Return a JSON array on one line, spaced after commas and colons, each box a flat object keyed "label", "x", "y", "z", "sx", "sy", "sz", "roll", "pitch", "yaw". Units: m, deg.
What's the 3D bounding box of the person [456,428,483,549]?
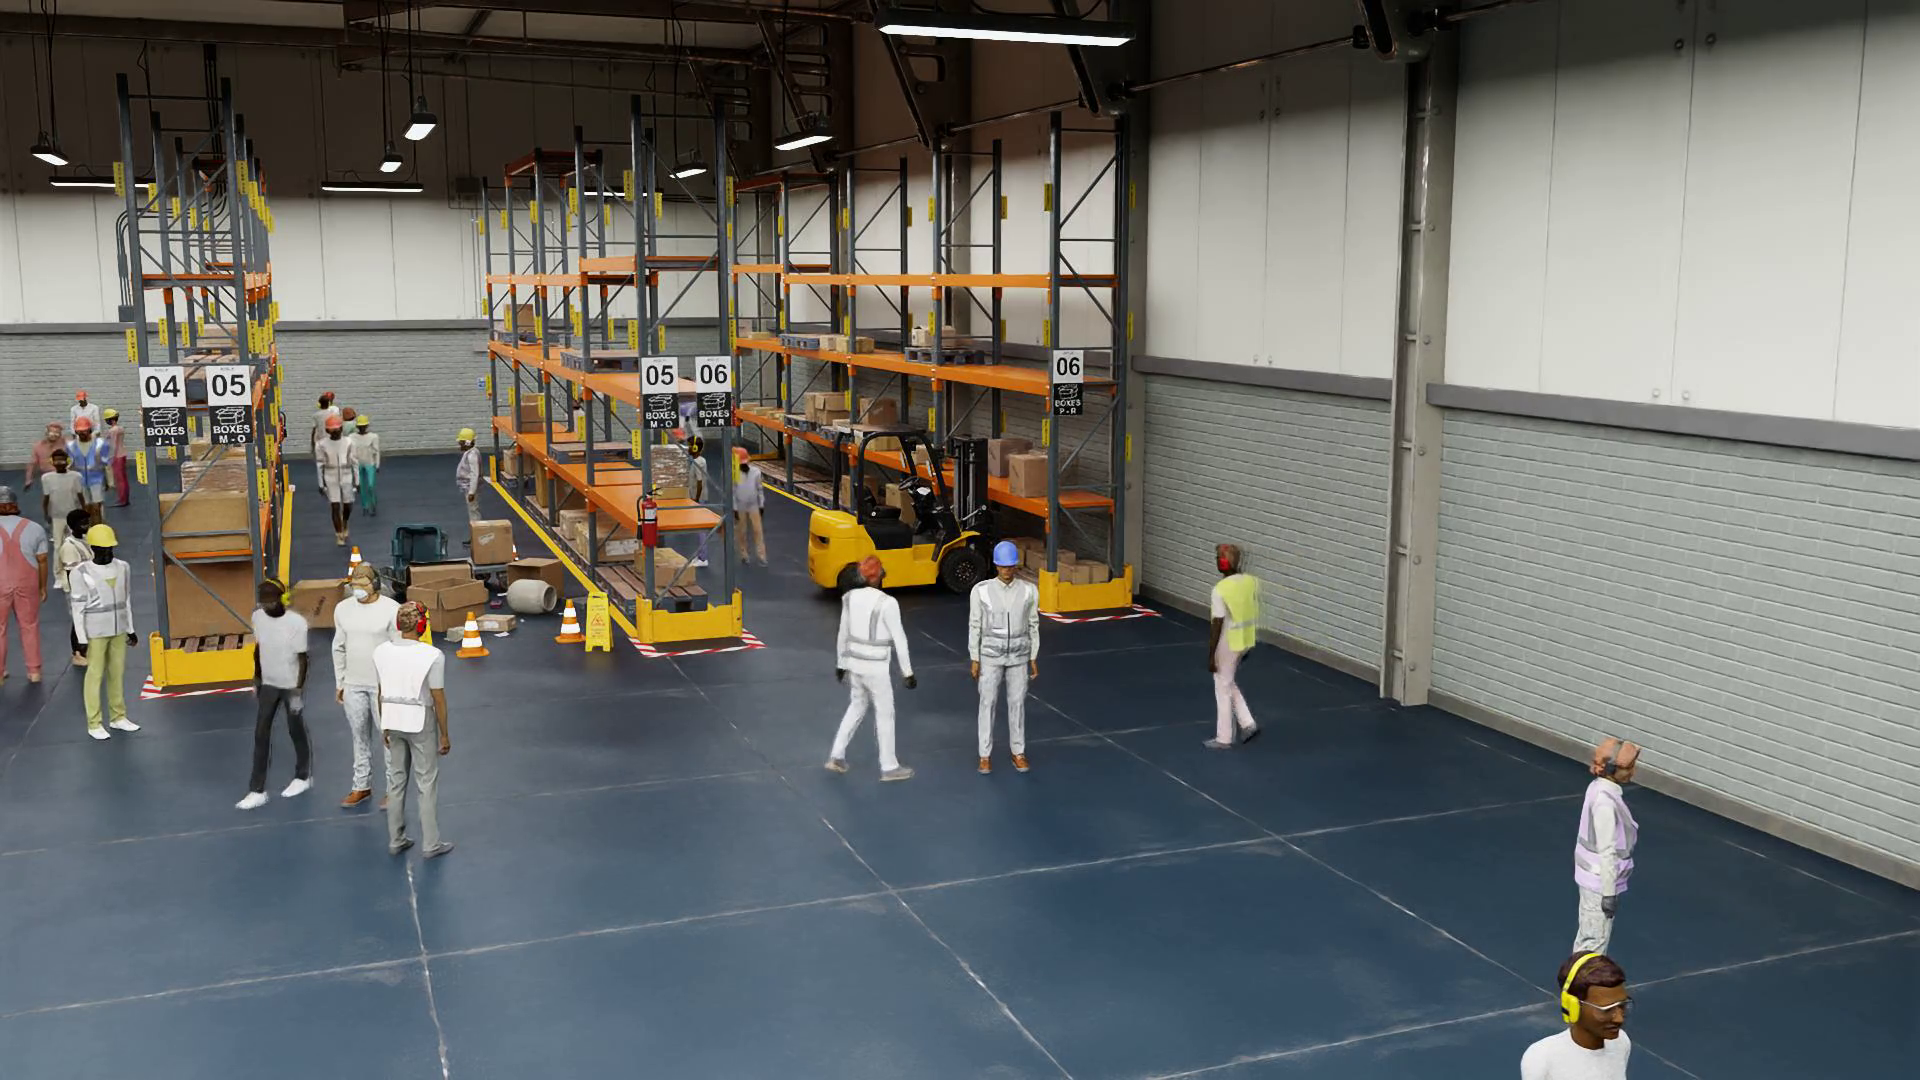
[{"label": "person", "x": -7.429, "y": -0.780, "z": 25.213, "sx": 0.404, "sy": 1.828, "sz": 0.602, "roll": -3, "pitch": 9, "yaw": -18}]

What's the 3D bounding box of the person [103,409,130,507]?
[{"label": "person", "x": -15.118, "y": -1.469, "z": 29.782, "sx": 0.328, "sy": 1.760, "sz": 0.523, "roll": -2, "pitch": 9, "yaw": -9}]

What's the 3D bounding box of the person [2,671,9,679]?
[{"label": "person", "x": -10.049, "y": 0.438, "z": 16.880, "sx": 0.608, "sy": 2.045, "sz": 0.369, "roll": 2, "pitch": 9, "yaw": 14}]

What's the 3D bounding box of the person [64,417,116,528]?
[{"label": "person", "x": -13.123, "y": -0.840, "z": 25.025, "sx": 0.649, "sy": 2.007, "sz": 0.899, "roll": -2, "pitch": 9, "yaw": -13}]

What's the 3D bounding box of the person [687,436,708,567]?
[{"label": "person", "x": -3.747, "y": -0.549, "z": 23.639, "sx": 0.328, "sy": 1.872, "sz": 0.510, "roll": -1, "pitch": 9, "yaw": -7}]

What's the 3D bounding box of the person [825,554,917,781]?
[{"label": "person", "x": -0.738, "y": 1.056, "z": 13.578, "sx": 0.720, "sy": 1.870, "sz": 0.544, "roll": 9, "pitch": 13, "yaw": 44}]

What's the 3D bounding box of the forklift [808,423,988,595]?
[{"label": "forklift", "x": -0.830, "y": -0.399, "z": 21.676, "sx": 2.313, "sy": 2.155, "sz": 1.214, "roll": -4, "pitch": 10, "yaw": -21}]

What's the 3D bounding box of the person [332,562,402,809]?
[{"label": "person", "x": -4.566, "y": 1.124, "z": 12.900, "sx": 0.631, "sy": 1.939, "sz": 0.372, "roll": 2, "pitch": 9, "yaw": 10}]

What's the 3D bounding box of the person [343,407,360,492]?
[{"label": "person", "x": -11.635, "y": -1.736, "z": 31.892, "sx": 0.305, "sy": 1.623, "sz": 0.500, "roll": 1, "pitch": 9, "yaw": 4}]

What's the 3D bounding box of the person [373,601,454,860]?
[{"label": "person", "x": -3.890, "y": 1.351, "z": 11.802, "sx": 0.561, "sy": 1.836, "sz": 0.393, "roll": 3, "pitch": 9, "yaw": 18}]

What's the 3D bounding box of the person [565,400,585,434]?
[{"label": "person", "x": -7.888, "y": -2.097, "z": 34.123, "sx": 0.289, "sy": 1.633, "sz": 0.501, "roll": 7, "pitch": 11, "yaw": 38}]

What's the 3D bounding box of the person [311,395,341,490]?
[{"label": "person", "x": -12.168, "y": -1.853, "z": 31.938, "sx": 0.579, "sy": 1.846, "sz": 0.494, "roll": -3, "pitch": 10, "yaw": -20}]

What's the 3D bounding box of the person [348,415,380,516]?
[{"label": "person", "x": -10.261, "y": -1.269, "z": 28.576, "sx": 0.524, "sy": 1.747, "sz": 0.602, "roll": -1, "pitch": 9, "yaw": -6}]

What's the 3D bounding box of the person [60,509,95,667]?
[{"label": "person", "x": -9.302, "y": 0.502, "z": 17.600, "sx": 0.319, "sy": 1.688, "sz": 0.539, "roll": -1, "pitch": 9, "yaw": -5}]

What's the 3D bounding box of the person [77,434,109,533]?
[{"label": "person", "x": -13.828, "y": -0.914, "z": 26.453, "sx": 0.570, "sy": 1.702, "sz": 0.904, "roll": -6, "pitch": 11, "yaw": -32}]

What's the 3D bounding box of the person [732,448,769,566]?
[{"label": "person", "x": -2.999, "y": -0.452, "z": 23.562, "sx": 0.585, "sy": 1.699, "sz": 0.755, "roll": -4, "pitch": 10, "yaw": -26}]

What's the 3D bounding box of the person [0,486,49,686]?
[{"label": "person", "x": -9.615, "y": 0.447, "z": 16.836, "sx": 0.687, "sy": 2.000, "sz": 0.536, "roll": -7, "pitch": 12, "yaw": -39}]

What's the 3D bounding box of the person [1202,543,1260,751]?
[{"label": "person", "x": 2.333, "y": 0.933, "z": 14.406, "sx": 0.436, "sy": 1.835, "sz": 0.589, "roll": 8, "pitch": 12, "yaw": 40}]

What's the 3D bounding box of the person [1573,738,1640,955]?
[{"label": "person", "x": 3.509, "y": 1.880, "z": 9.076, "sx": 0.310, "sy": 1.639, "sz": 0.514, "roll": 3, "pitch": 9, "yaw": 17}]

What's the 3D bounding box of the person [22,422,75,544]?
[{"label": "person", "x": -14.022, "y": -0.864, "z": 25.609, "sx": 0.735, "sy": 1.867, "sz": 0.868, "roll": 0, "pitch": 9, "yaw": -1}]

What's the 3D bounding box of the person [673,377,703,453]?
[{"label": "person", "x": -6.379, "y": -2.872, "z": 38.473, "sx": 0.637, "sy": 1.792, "sz": 0.969, "roll": 9, "pitch": 12, "yaw": 43}]

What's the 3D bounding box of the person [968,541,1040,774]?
[{"label": "person", "x": 0.368, "y": 0.970, "z": 13.830, "sx": 0.605, "sy": 1.948, "sz": 0.385, "roll": -2, "pitch": 9, "yaw": -10}]

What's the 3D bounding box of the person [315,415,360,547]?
[{"label": "person", "x": -9.537, "y": -0.921, "z": 25.498, "sx": 0.624, "sy": 2.023, "sz": 0.584, "roll": -4, "pitch": 10, "yaw": -25}]

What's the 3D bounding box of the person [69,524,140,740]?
[{"label": "person", "x": -7.647, "y": 0.809, "z": 14.914, "sx": 0.388, "sy": 1.926, "sz": 0.590, "roll": 4, "pitch": 10, "yaw": 24}]

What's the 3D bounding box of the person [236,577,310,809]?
[{"label": "person", "x": -5.346, "y": 1.180, "z": 12.932, "sx": 0.591, "sy": 1.813, "sz": 0.878, "roll": 2, "pitch": 9, "yaw": 10}]

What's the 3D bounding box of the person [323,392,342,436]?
[{"label": "person", "x": -12.249, "y": -1.952, "z": 32.432, "sx": 0.354, "sy": 1.883, "sz": 0.572, "roll": -1, "pitch": 9, "yaw": -7}]

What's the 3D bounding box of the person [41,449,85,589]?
[{"label": "person", "x": -11.837, "y": -0.284, "z": 22.000, "sx": 0.503, "sy": 1.864, "sz": 0.331, "roll": -4, "pitch": 10, "yaw": -26}]

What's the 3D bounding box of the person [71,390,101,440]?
[{"label": "person", "x": -18.382, "y": -2.282, "z": 34.969, "sx": 0.574, "sy": 1.738, "sz": 0.352, "roll": -2, "pitch": 9, "yaw": -12}]

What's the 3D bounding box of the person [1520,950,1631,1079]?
[{"label": "person", "x": 2.117, "y": 2.300, "z": 5.700, "sx": 0.520, "sy": 1.874, "sz": 0.327, "roll": -5, "pitch": 10, "yaw": -30}]
